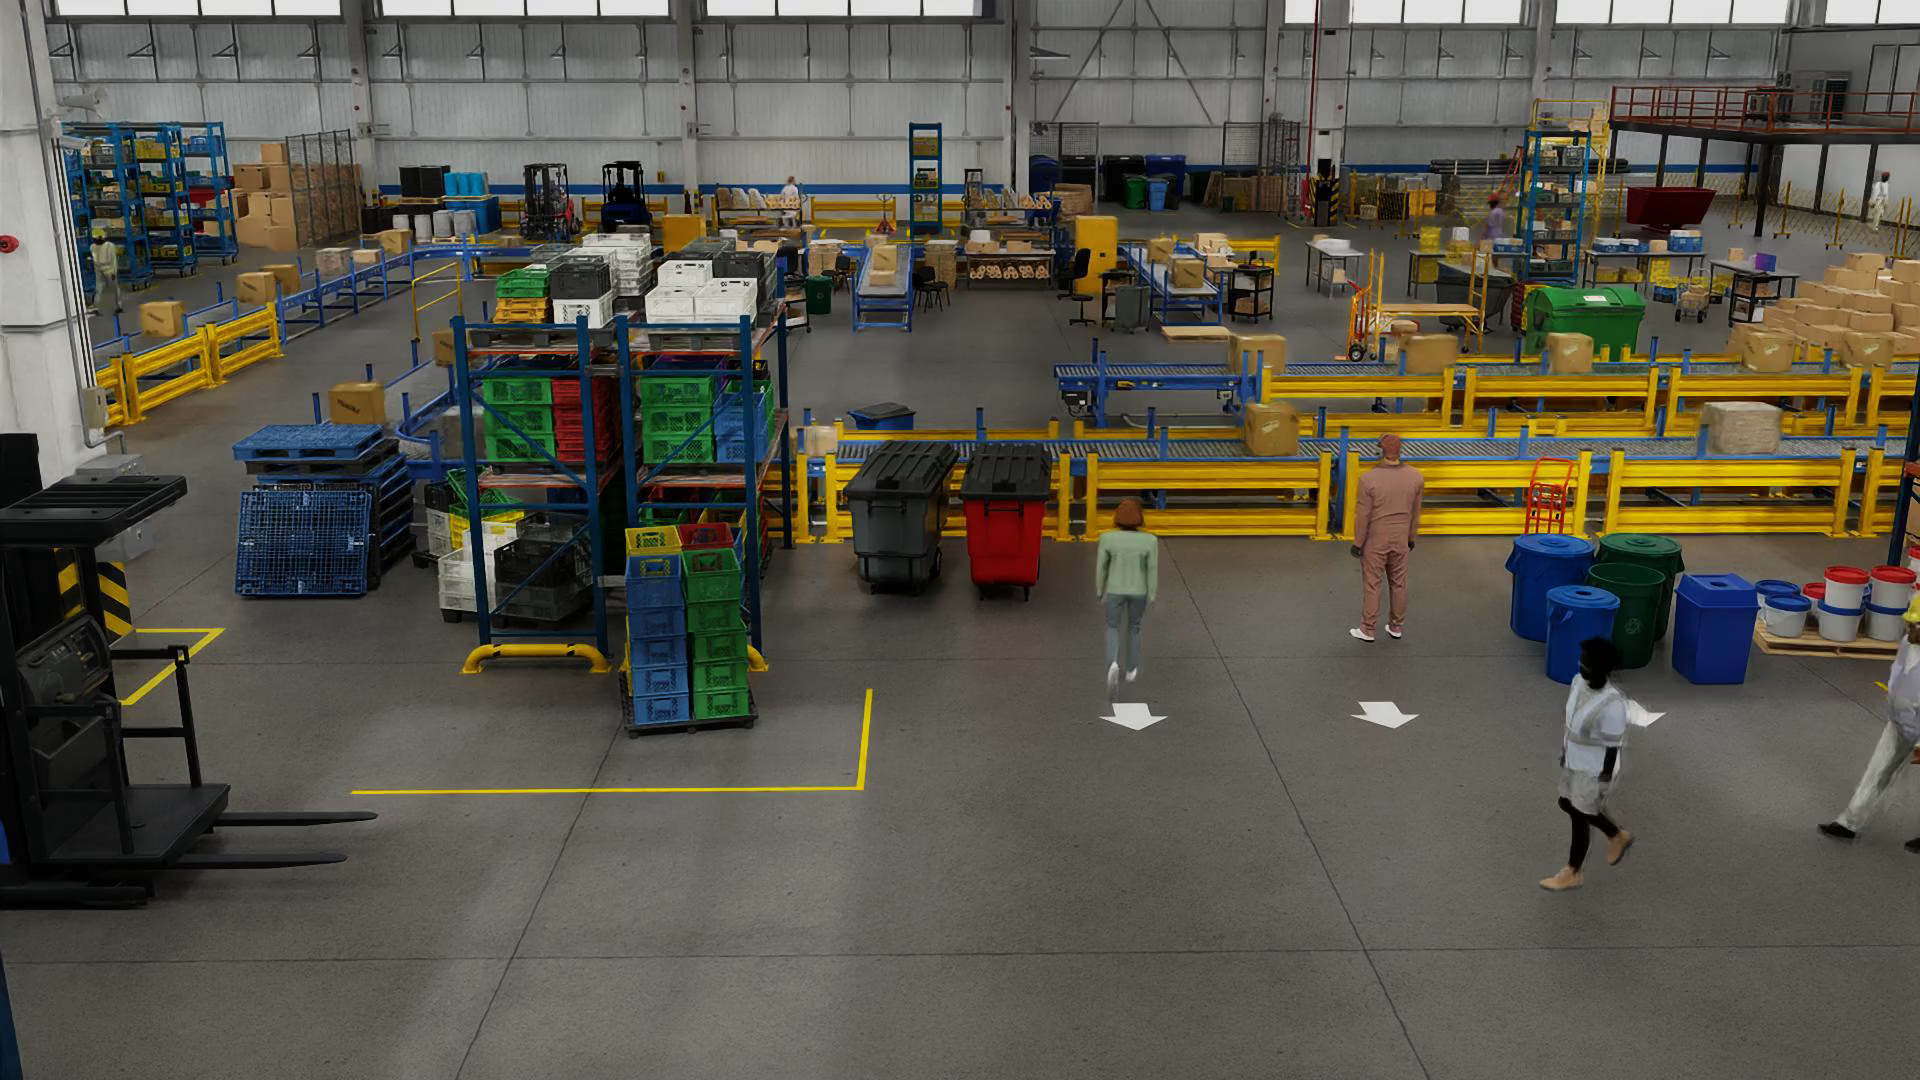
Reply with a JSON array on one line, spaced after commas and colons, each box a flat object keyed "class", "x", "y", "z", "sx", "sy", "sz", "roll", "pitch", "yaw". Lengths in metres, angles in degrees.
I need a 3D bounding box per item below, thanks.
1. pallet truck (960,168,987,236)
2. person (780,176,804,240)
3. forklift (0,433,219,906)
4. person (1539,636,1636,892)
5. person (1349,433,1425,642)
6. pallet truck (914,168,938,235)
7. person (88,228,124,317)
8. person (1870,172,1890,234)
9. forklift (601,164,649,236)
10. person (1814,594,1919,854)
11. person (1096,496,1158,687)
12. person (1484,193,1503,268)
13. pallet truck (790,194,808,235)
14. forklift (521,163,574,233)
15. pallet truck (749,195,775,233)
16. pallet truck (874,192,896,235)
[{"class": "pallet truck", "x": 0.383, "y": -10.230, "z": 50.206, "sx": 0.823, "sy": 1.965, "sz": 1.885, "roll": -1, "pitch": 16, "yaw": -3}, {"class": "person", "x": -4.917, "y": -9.672, "z": 48.531, "sx": 1.002, "sy": 1.862, "sz": 0.643, "roll": -12, "pitch": 20, "yaw": -36}, {"class": "forklift", "x": -5.952, "y": 0.780, "z": 10.366, "sx": 1.873, "sy": 2.768, "sz": 1.129, "roll": 0, "pitch": 16, "yaw": -1}, {"class": "person", "x": 3.982, "y": 1.389, "z": 10.368, "sx": 0.585, "sy": 1.681, "sz": 0.542, "roll": -2, "pitch": 16, "yaw": -5}, {"class": "person", "x": 3.794, "y": -0.022, "z": 14.894, "sx": 0.642, "sy": 1.906, "sz": 0.410, "roll": -5, "pitch": 17, "yaw": -15}, {"class": "pallet truck", "x": -0.989, "y": -10.316, "z": 50.507, "sx": 0.823, "sy": 1.965, "sz": 1.885, "roll": 1, "pitch": 16, "yaw": 3}, {"class": "person", "x": -17.535, "y": -5.467, "z": 34.018, "sx": 0.598, "sy": 1.787, "sz": 0.914, "roll": 2, "pitch": 16, "yaw": 6}, {"class": "person", "x": 27.822, "y": -10.164, "z": 50.201, "sx": 0.614, "sy": 1.868, "sz": 0.452, "roll": -10, "pitch": 19, "yaw": -31}, {"class": "forklift", "x": -9.948, "y": -10.127, "z": 49.296, "sx": 1.157, "sy": 1.987, "sz": 2.680, "roll": -1, "pitch": 16, "yaw": -3}, {"class": "person", "x": 6.134, "y": 1.209, "z": 10.799, "sx": 0.893, "sy": 1.786, "sz": 0.605, "roll": -2, "pitch": 16, "yaw": -7}, {"class": "person", "x": 1.379, "y": 0.446, "z": 13.775, "sx": 0.513, "sy": 1.620, "sz": 0.595, "roll": 2, "pitch": 16, "yaw": 7}, {"class": "person", "x": 12.837, "y": -7.353, "z": 40.164, "sx": 0.614, "sy": 2.017, "sz": 0.635, "roll": 11, "pitch": 19, "yaw": 33}, {"class": "pallet truck", "x": -4.814, "y": -9.883, "z": 50.259, "sx": 0.704, "sy": 1.261, "sz": 1.522, "roll": -1, "pitch": 16, "yaw": -3}, {"class": "forklift", "x": -12.233, "y": -10.122, "z": 49.298, "sx": 1.157, "sy": 1.987, "sz": 2.680, "roll": 0, "pitch": 16, "yaw": -1}, {"class": "pallet truck", "x": -6.051, "y": -9.967, "z": 50.660, "sx": 0.680, "sy": 1.201, "sz": 1.601, "roll": 0, "pitch": 16, "yaw": -1}, {"class": "pallet truck", "x": -2.277, "y": -9.986, "z": 50.594, "sx": 0.653, "sy": 1.274, "sz": 1.630, "roll": 0, "pitch": 16, "yaw": -1}]
